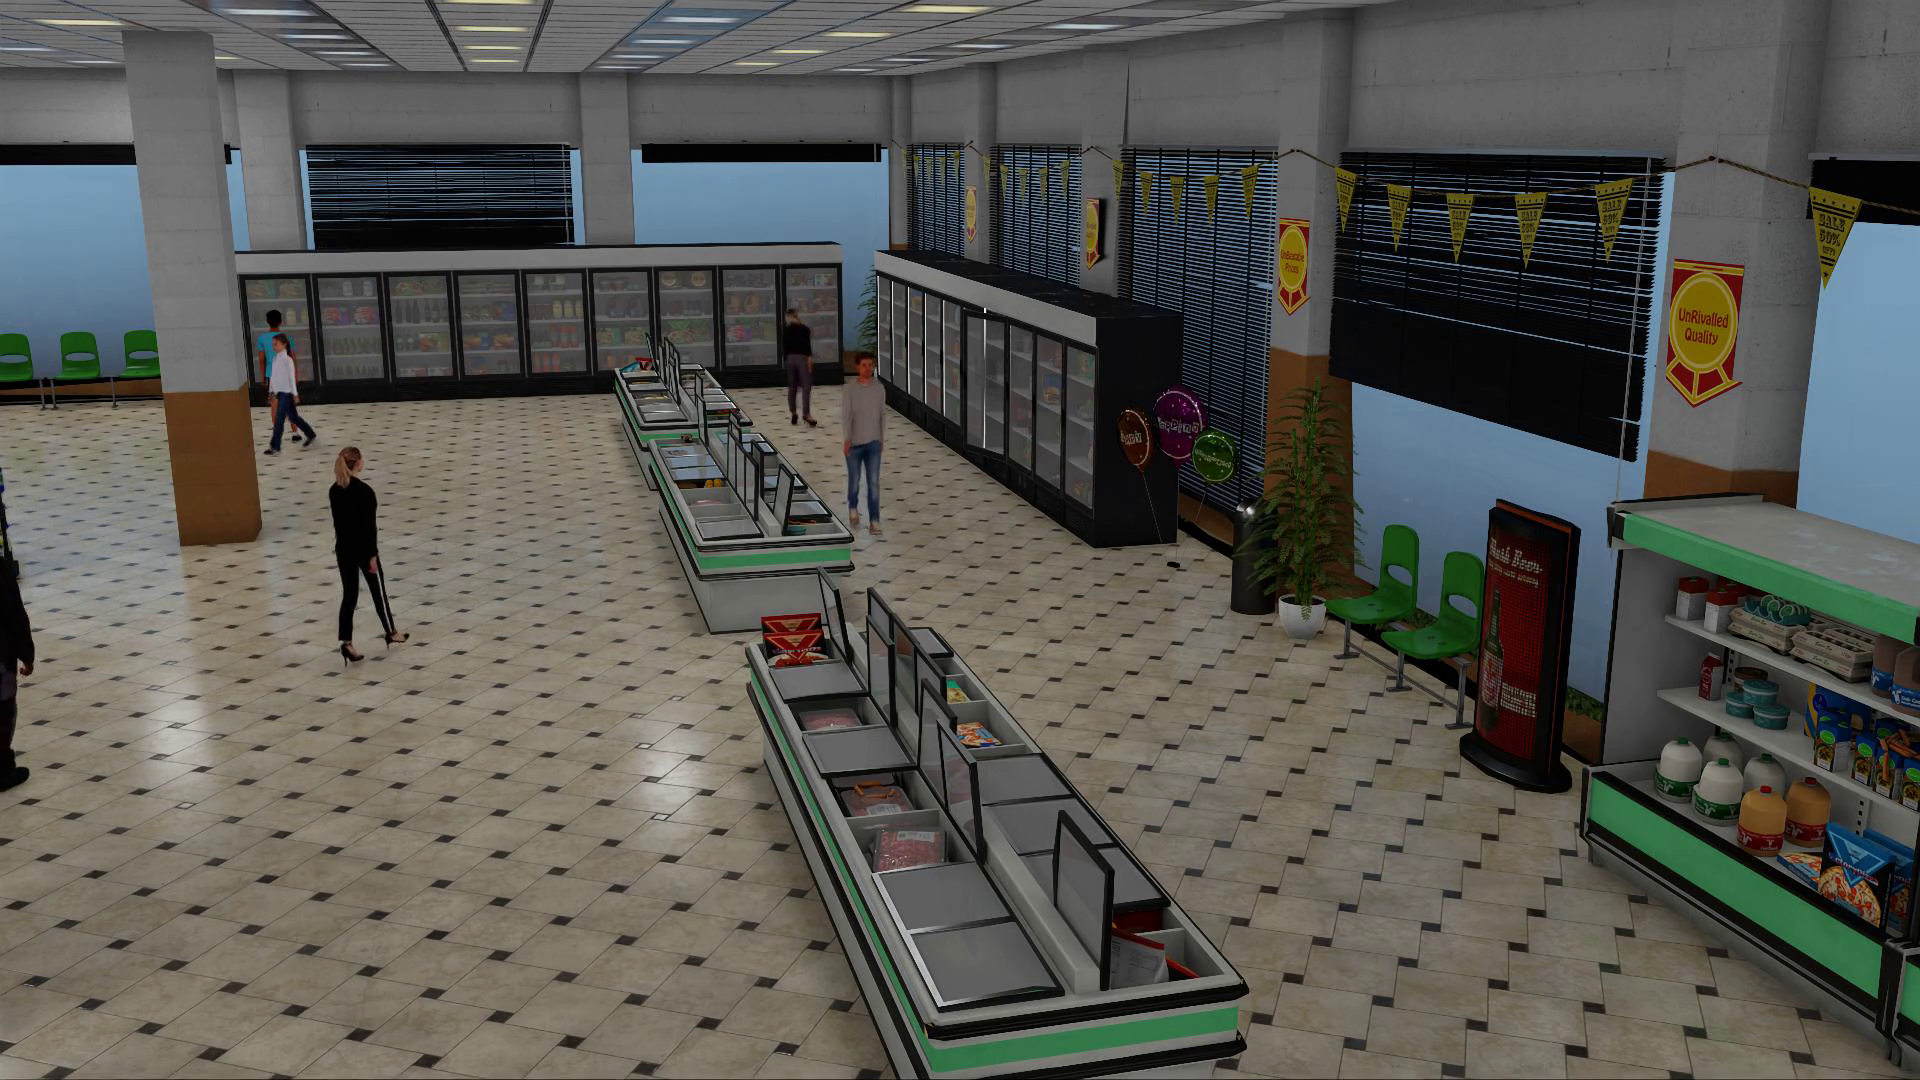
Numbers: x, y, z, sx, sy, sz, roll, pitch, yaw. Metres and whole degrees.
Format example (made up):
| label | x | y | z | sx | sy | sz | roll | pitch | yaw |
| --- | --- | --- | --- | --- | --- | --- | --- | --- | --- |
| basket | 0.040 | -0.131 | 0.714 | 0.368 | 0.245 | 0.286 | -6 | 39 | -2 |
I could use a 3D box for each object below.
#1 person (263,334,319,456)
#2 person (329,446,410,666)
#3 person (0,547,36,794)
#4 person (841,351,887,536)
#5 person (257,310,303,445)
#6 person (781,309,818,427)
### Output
| label | x | y | z | sx | sy | sz | roll | pitch | yaw |
| --- | --- | --- | --- | --- | --- | --- | --- | --- | --- |
| person | -8.665 | -1.884 | 21.533 | 1.039 | 1.520 | 1.069 | 8 | 16 | 31 |
| person | -4.701 | 0.148 | 12.825 | 0.934 | 1.675 | 1.033 | 6 | 15 | 22 |
| person | -6.059 | 0.709 | 10.236 | 0.834 | 1.806 | 0.843 | 1 | 14 | 4 |
| person | -1.037 | -1.000 | 17.171 | 0.664 | 1.857 | 1.220 | -3 | 14 | -13 |
| person | -9.082 | -2.177 | 22.199 | 0.643 | 1.775 | 0.541 | -5 | 15 | -22 |
| person | -2.279 | -2.433 | 23.550 | 0.817 | 1.636 | 0.854 | 10 | 17 | 35 |
